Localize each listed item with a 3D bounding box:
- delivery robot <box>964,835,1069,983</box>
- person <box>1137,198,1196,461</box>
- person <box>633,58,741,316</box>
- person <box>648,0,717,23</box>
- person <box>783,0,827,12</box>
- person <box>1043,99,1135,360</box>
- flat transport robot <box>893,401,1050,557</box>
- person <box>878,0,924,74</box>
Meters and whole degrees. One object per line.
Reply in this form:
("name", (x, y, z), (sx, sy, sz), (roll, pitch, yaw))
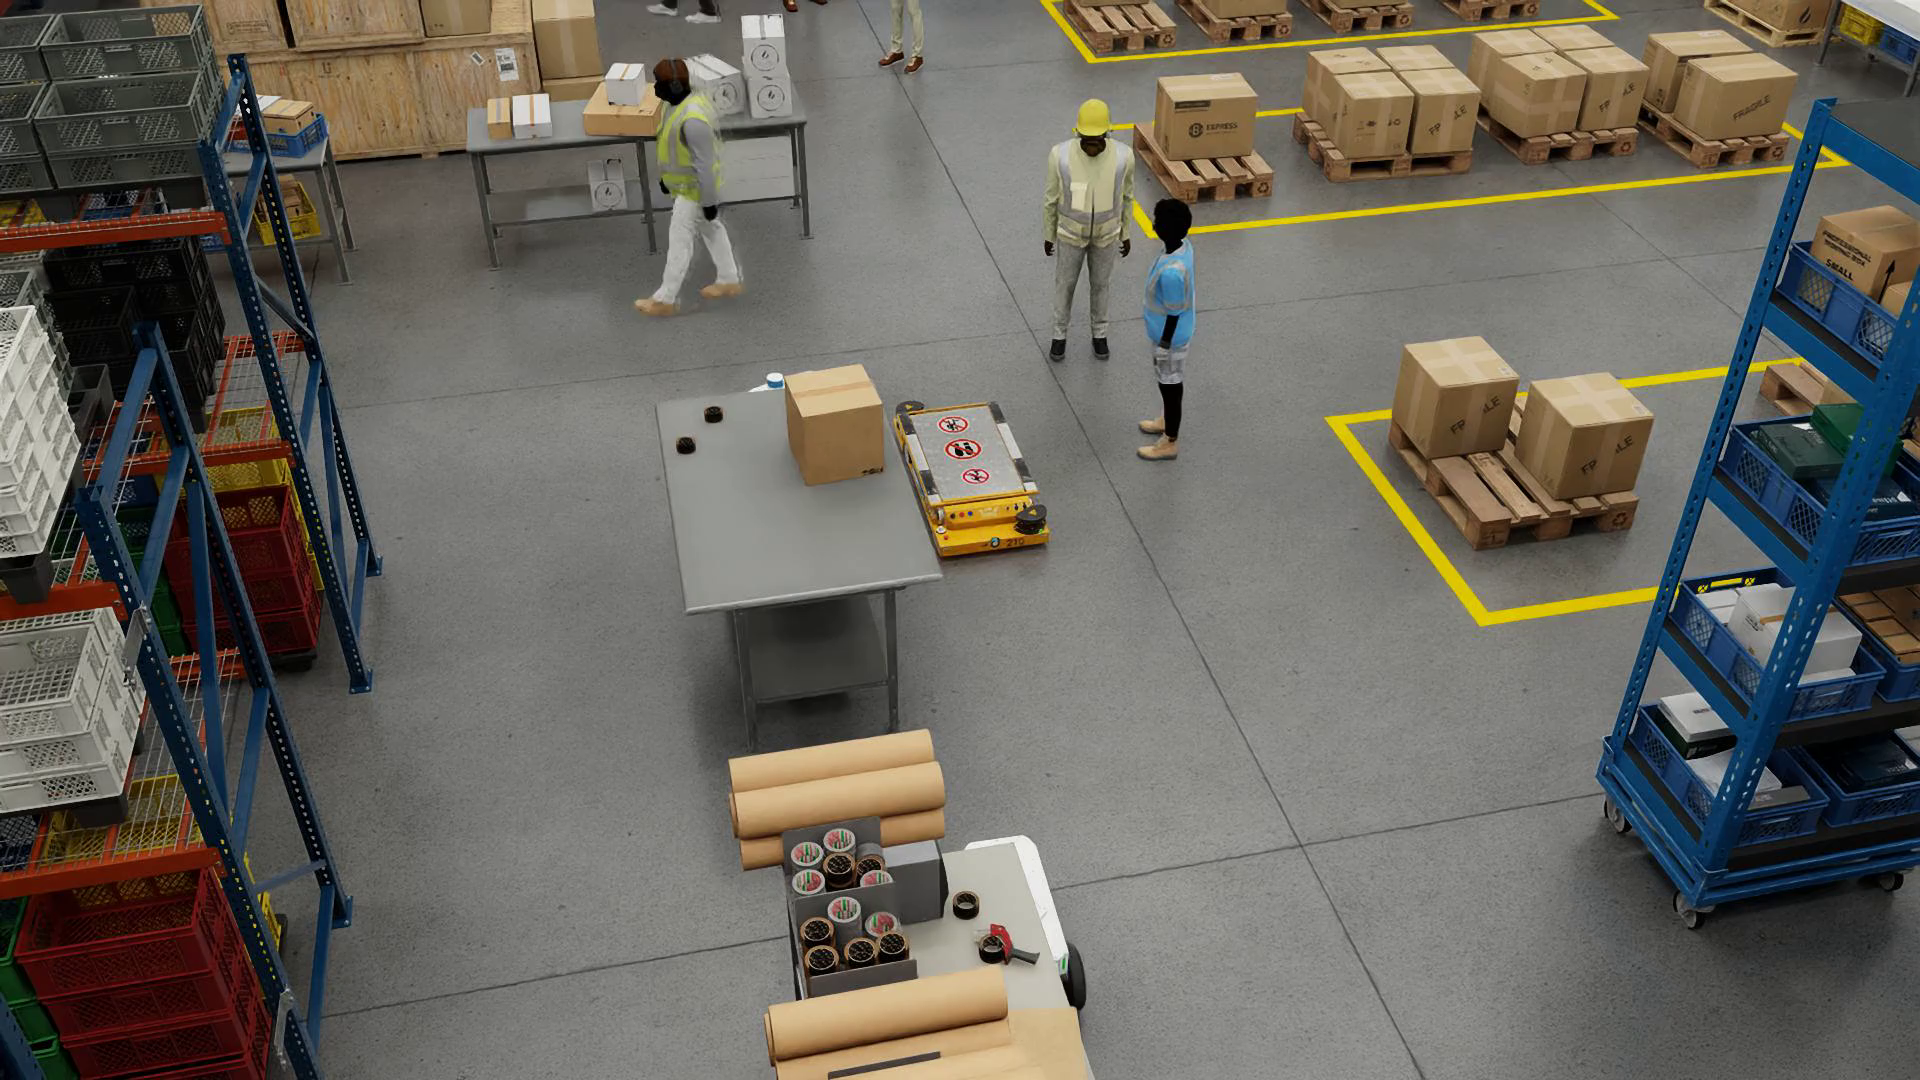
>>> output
("delivery robot", (0.224, 1.590, 7.082), (0.477, 0.478, 0.707), (-7, 37, -9))
("person", (1.256, -1.267, 10.044), (0.321, 1.698, 0.537), (6, 37, 9))
("person", (-1.986, -2.441, 11.529), (0.880, 1.805, 0.646), (-11, 38, -14))
("person", (-2.841, -6.014, 16.279), (0.867, 1.881, 0.597), (2, 37, 3))
("person", (-1.611, -6.293, 16.629), (0.654, 1.905, 0.408), (-25, 43, -30))
("person", (0.844, -2.033, 10.964), (0.601, 1.830, 0.403), (-1, 37, -1))
("flat transport robot", (0.046, -0.430, 10.108), (0.652, 0.197, 1.431), (-8, 37, -10))
("person", (-0.528, -5.242, 15.252), (0.509, 1.865, 0.329), (24, 43, 28))
